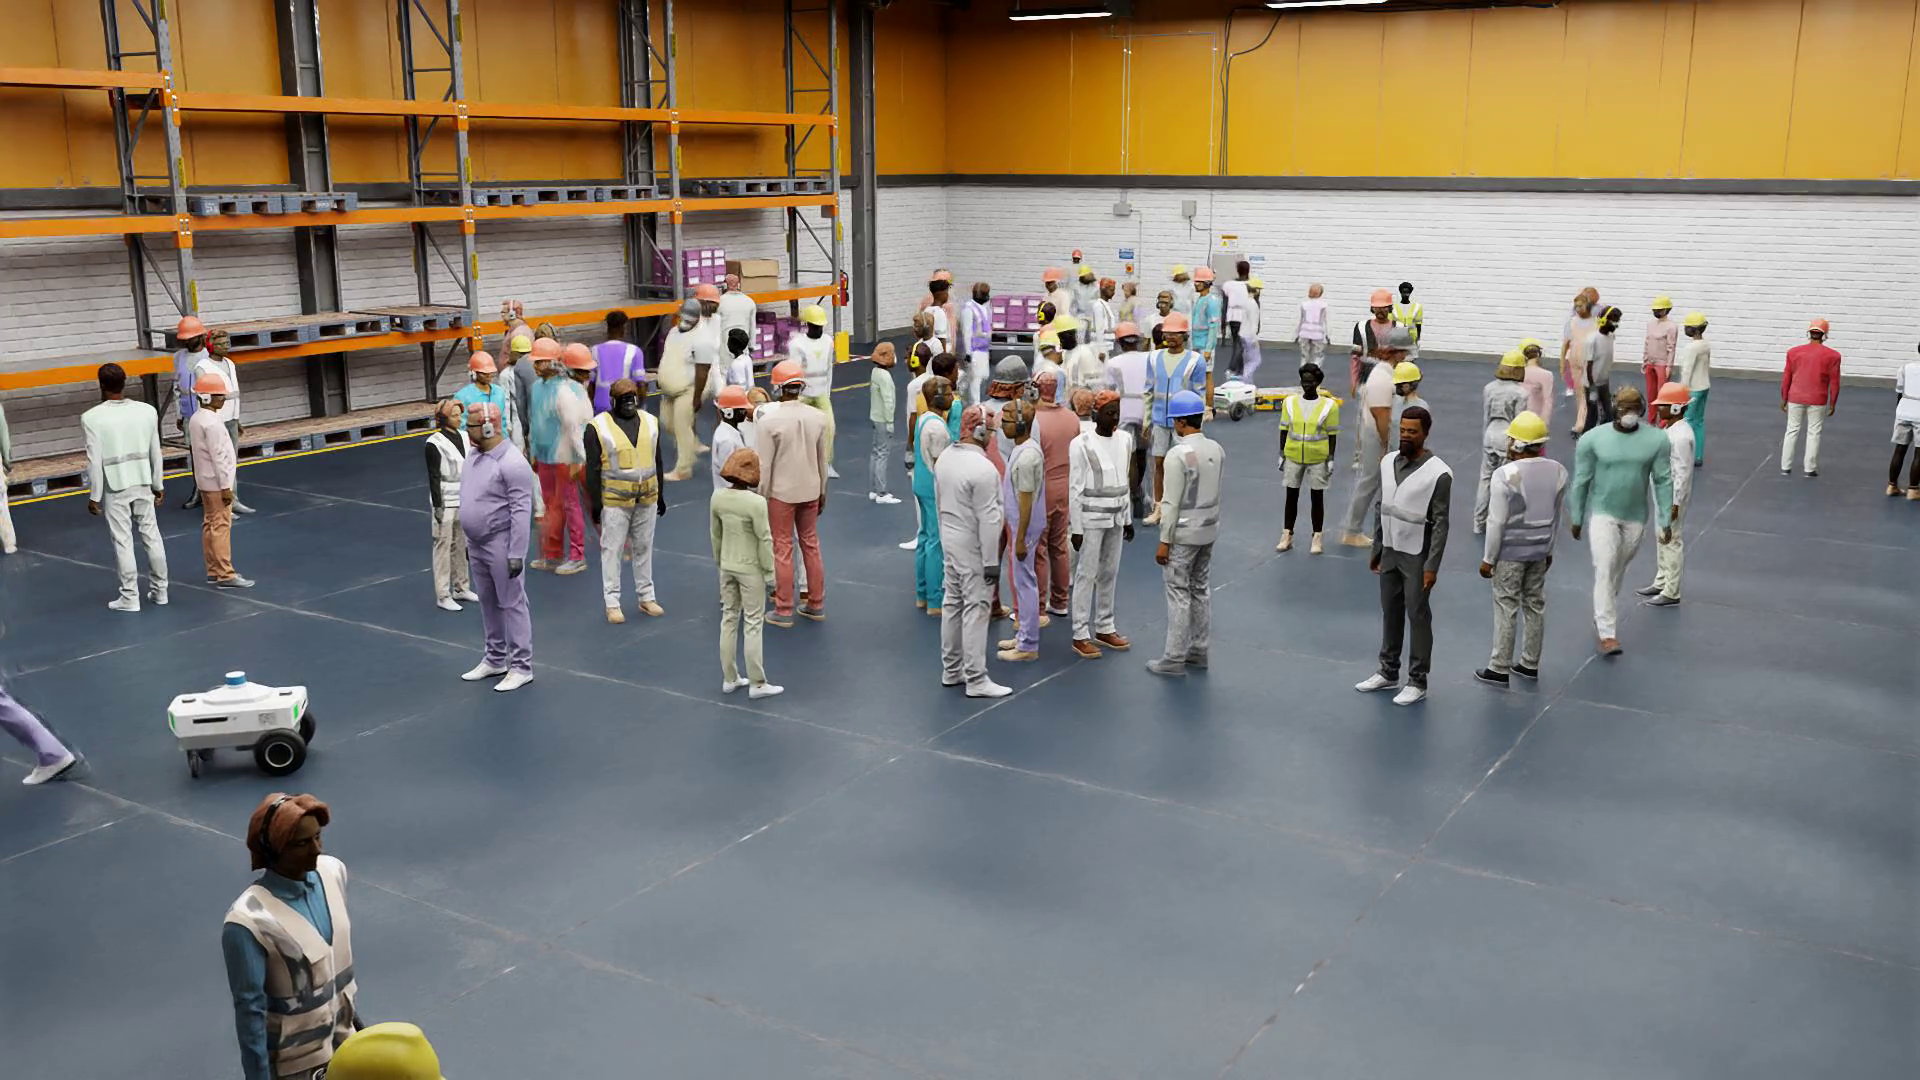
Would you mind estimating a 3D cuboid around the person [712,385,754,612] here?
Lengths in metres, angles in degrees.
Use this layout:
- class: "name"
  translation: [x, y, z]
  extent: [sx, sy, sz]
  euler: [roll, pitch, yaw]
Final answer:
- class: "person"
  translation: [-1.738, -0.328, 12.856]
  extent: [0.334, 1.749, 0.576]
  euler: [-2, 13, -7]

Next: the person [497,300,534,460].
- class: "person"
  translation: [-4.956, -1.731, 18.610]
  extent: [0.405, 1.906, 0.652]
  euler: [-2, 13, -10]

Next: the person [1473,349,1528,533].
- class: "person"
  translation: [5.026, -0.893, 15.362]
  extent: [0.346, 1.733, 0.485]
  euler: [-9, 16, -34]

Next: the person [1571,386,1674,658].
- class: "person"
  translation: [4.673, -0.142, 11.749]
  extent: [0.642, 1.892, 0.996]
  euler: [1, 13, 5]

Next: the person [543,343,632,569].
- class: "person"
  translation: [-3.124, -0.686, 13.994]
  extent: [0.980, 1.944, 0.627]
  euler: [0, 13, 0]

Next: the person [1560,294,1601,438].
- class: "person"
  translation: [7.811, -2.190, 20.873]
  extent: [0.525, 1.775, 1.004]
  euler: [8, 15, 31]

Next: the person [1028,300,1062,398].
- class: "person"
  translation: [0.975, -1.779, 18.898]
  extent: [0.325, 1.872, 0.512]
  euler: [11, 17, 40]

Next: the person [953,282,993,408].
- class: "person"
  translation: [0.164, -2.611, 22.650]
  extent: [0.571, 1.818, 0.641]
  euler: [7, 15, 28]

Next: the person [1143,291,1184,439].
- class: "person"
  translation: [2.521, -2.171, 20.649]
  extent: [0.516, 1.844, 0.329]
  euler: [2, 13, 7]

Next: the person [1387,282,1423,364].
- class: "person"
  translation: [6.452, -2.914, 24.216]
  extent: [0.530, 1.689, 0.322]
  euler: [3, 13, 11]

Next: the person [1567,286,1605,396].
- class: "person"
  translation: [9.153, -2.878, 24.208]
  extent: [0.526, 1.617, 0.339]
  euler: [12, 18, 42]

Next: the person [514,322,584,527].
- class: "person"
  translation: [-3.880, -1.085, 15.734]
  extent: [0.636, 1.938, 0.355]
  euler: [4, 13, 15]

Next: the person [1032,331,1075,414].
- class: "person"
  translation: [0.920, -1.117, 16.186]
  extent: [0.403, 1.804, 0.668]
  euler: [-3, 13, -14]

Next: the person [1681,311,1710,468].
- class: "person"
  translation: [8.270, -1.695, 18.777]
  extent: [0.379, 1.758, 0.593]
  euler: [12, 17, 41]

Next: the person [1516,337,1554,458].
- class: "person"
  translation: [5.601, -1.116, 16.343]
  extent: [0.441, 1.721, 0.646]
  euler: [-9, 16, -34]

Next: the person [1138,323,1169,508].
- class: "person"
  translation: [1.966, -1.238, 16.590]
  extent: [0.340, 1.856, 0.527]
  euler: [-12, 18, -43]

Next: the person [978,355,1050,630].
- class: "person"
  translation: [0.396, -0.360, 12.368]
  extent: [0.683, 2.000, 0.538]
  euler: [12, 18, 43]

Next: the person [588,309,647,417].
- class: "person"
  translation: [-3.510, -1.376, 16.984]
  extent: [0.647, 1.942, 0.538]
  euler: [1, 13, 5]

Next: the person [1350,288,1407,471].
- class: "person"
  translation: [4.633, -1.762, 18.446]
  extent: [0.607, 2.044, 0.378]
  euler: [4, 14, 16]

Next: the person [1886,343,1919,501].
- class: "person"
  translation: [9.761, -1.235, 16.941]
  extent: [0.319, 1.687, 0.538]
  euler: [-6, 14, -23]

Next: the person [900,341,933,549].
- class: "person"
  translation: [-0.339, -0.839, 14.851]
  extent: [0.318, 1.861, 0.508]
  euler: [7, 15, 26]

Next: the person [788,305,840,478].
- class: "person"
  translation: [-1.588, -1.593, 18.051]
  extent: [0.591, 1.894, 0.692]
  euler: [-9, 16, -34]

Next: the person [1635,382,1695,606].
- class: "person"
  translation: [5.514, -0.358, 12.990]
  extent: [0.342, 1.749, 0.573]
  euler: [3, 13, 12]

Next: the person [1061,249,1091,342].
- class: "person"
  translation: [2.191, -4.601, 31.391]
  extent: [0.567, 1.750, 0.341]
  euler: [0, 13, 0]

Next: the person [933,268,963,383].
- class: "person"
  translation: [-0.225, -3.110, 24.720]
  extent: [0.569, 1.854, 0.514]
  euler: [-8, 15, -31]

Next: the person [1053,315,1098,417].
- class: "person"
  translation: [1.139, -1.333, 16.910]
  extent: [0.639, 1.881, 0.667]
  euler: [-5, 14, -21]

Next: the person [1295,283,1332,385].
- class: "person"
  translation: [5.264, -3.016, 24.802]
  extent: [0.552, 1.621, 0.349]
  euler: [5, 14, 22]

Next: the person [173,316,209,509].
- class: "person"
  translation: [-7.536, -1.258, 16.497]
  extent: [0.543, 1.934, 0.368]
  euler: [2, 13, 7]

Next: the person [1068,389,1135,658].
- class: "person"
  translation: [0.998, -0.122, 11.679]
  extent: [0.586, 1.882, 0.340]
  euler: [-11, 17, -40]

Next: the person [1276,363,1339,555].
- class: "person"
  translation: [3.057, -0.716, 14.663]
  extent: [0.533, 1.697, 0.319]
  euler: [6, 14, 24]

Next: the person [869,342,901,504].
- class: "person"
  translation: [-0.773, -1.190, 16.860]
  extent: [0.269, 1.632, 0.505]
  euler: [-4, 14, -17]

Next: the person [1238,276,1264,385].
- class: "person"
  translation: [4.272, -2.978, 24.347]
  extent: [0.377, 1.753, 0.541]
  euler: [-2, 13, -7]

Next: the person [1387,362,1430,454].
- class: "person"
  translation: [3.809, -0.649, 14.252]
  extent: [0.343, 1.755, 0.531]
  euler: [-4, 14, -16]

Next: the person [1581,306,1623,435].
- class: "person"
  translation: [7.195, -1.719, 18.696]
  extent: [0.557, 1.836, 0.458]
  euler: [-9, 16, -35]

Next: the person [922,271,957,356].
- class: "person"
  translation: [-0.246, -2.599, 22.233]
  extent: [0.640, 1.966, 0.457]
  euler: [12, 18, 43]

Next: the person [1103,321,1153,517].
- class: "person"
  translation: [1.715, -1.211, 16.429]
  extent: [0.615, 1.866, 0.971]
  euler: [-1, 13, -5]

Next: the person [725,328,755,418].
- class: "person"
  translation: [-2.310, -1.391, 17.591]
  extent: [0.322, 1.697, 0.533]
  euler: [1, 13, 4]

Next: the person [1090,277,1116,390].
- class: "person"
  translation: [1.924, -2.575, 22.314]
  extent: [0.355, 1.887, 0.573]
  euler: [2, 13, 10]

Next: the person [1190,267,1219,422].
- class: "person"
  translation: [3.199, -2.580, 21.990]
  extent: [0.377, 2.045, 0.605]
  euler: [-2, 13, -10]
